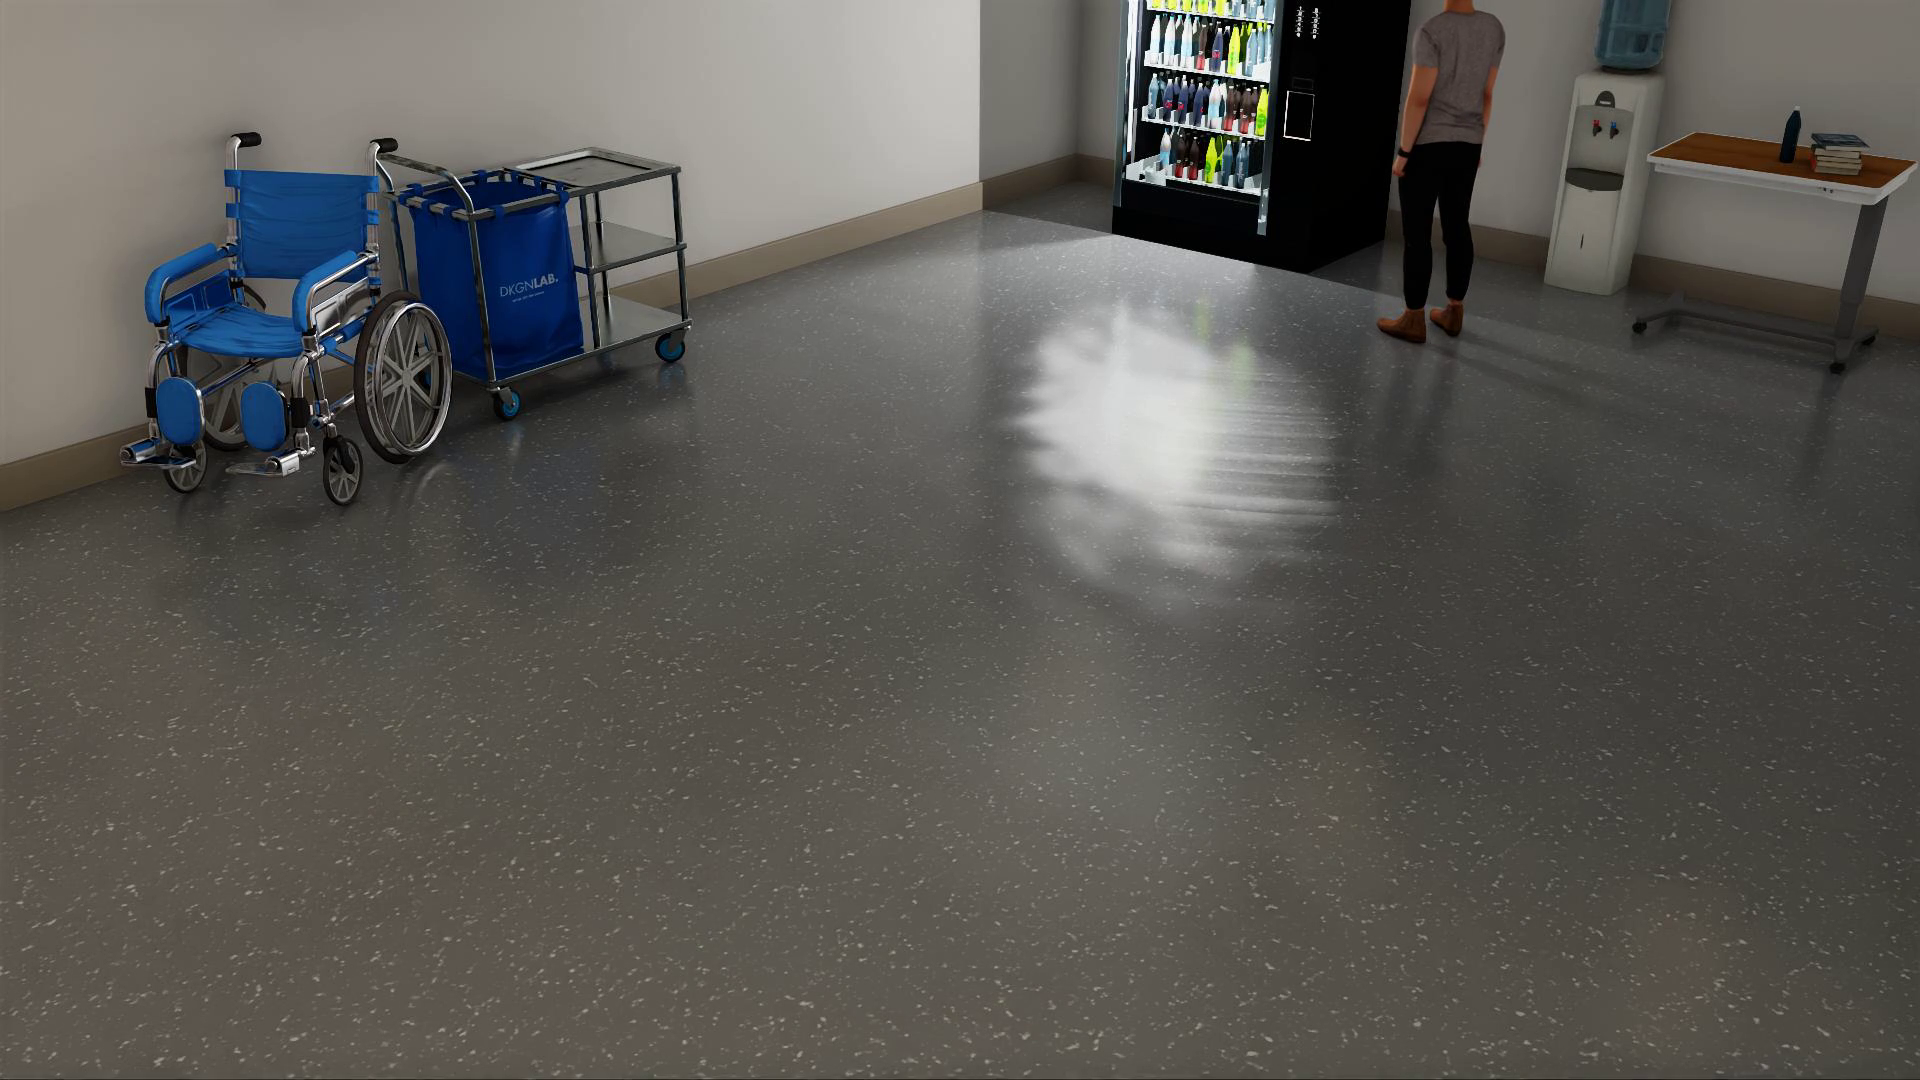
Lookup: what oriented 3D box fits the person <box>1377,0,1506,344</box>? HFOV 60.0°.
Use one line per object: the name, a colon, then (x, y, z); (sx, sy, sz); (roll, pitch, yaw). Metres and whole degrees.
person: (2.110, -1.730, 7.268); (0.685, 1.717, 0.682); (-10, 27, -19)
